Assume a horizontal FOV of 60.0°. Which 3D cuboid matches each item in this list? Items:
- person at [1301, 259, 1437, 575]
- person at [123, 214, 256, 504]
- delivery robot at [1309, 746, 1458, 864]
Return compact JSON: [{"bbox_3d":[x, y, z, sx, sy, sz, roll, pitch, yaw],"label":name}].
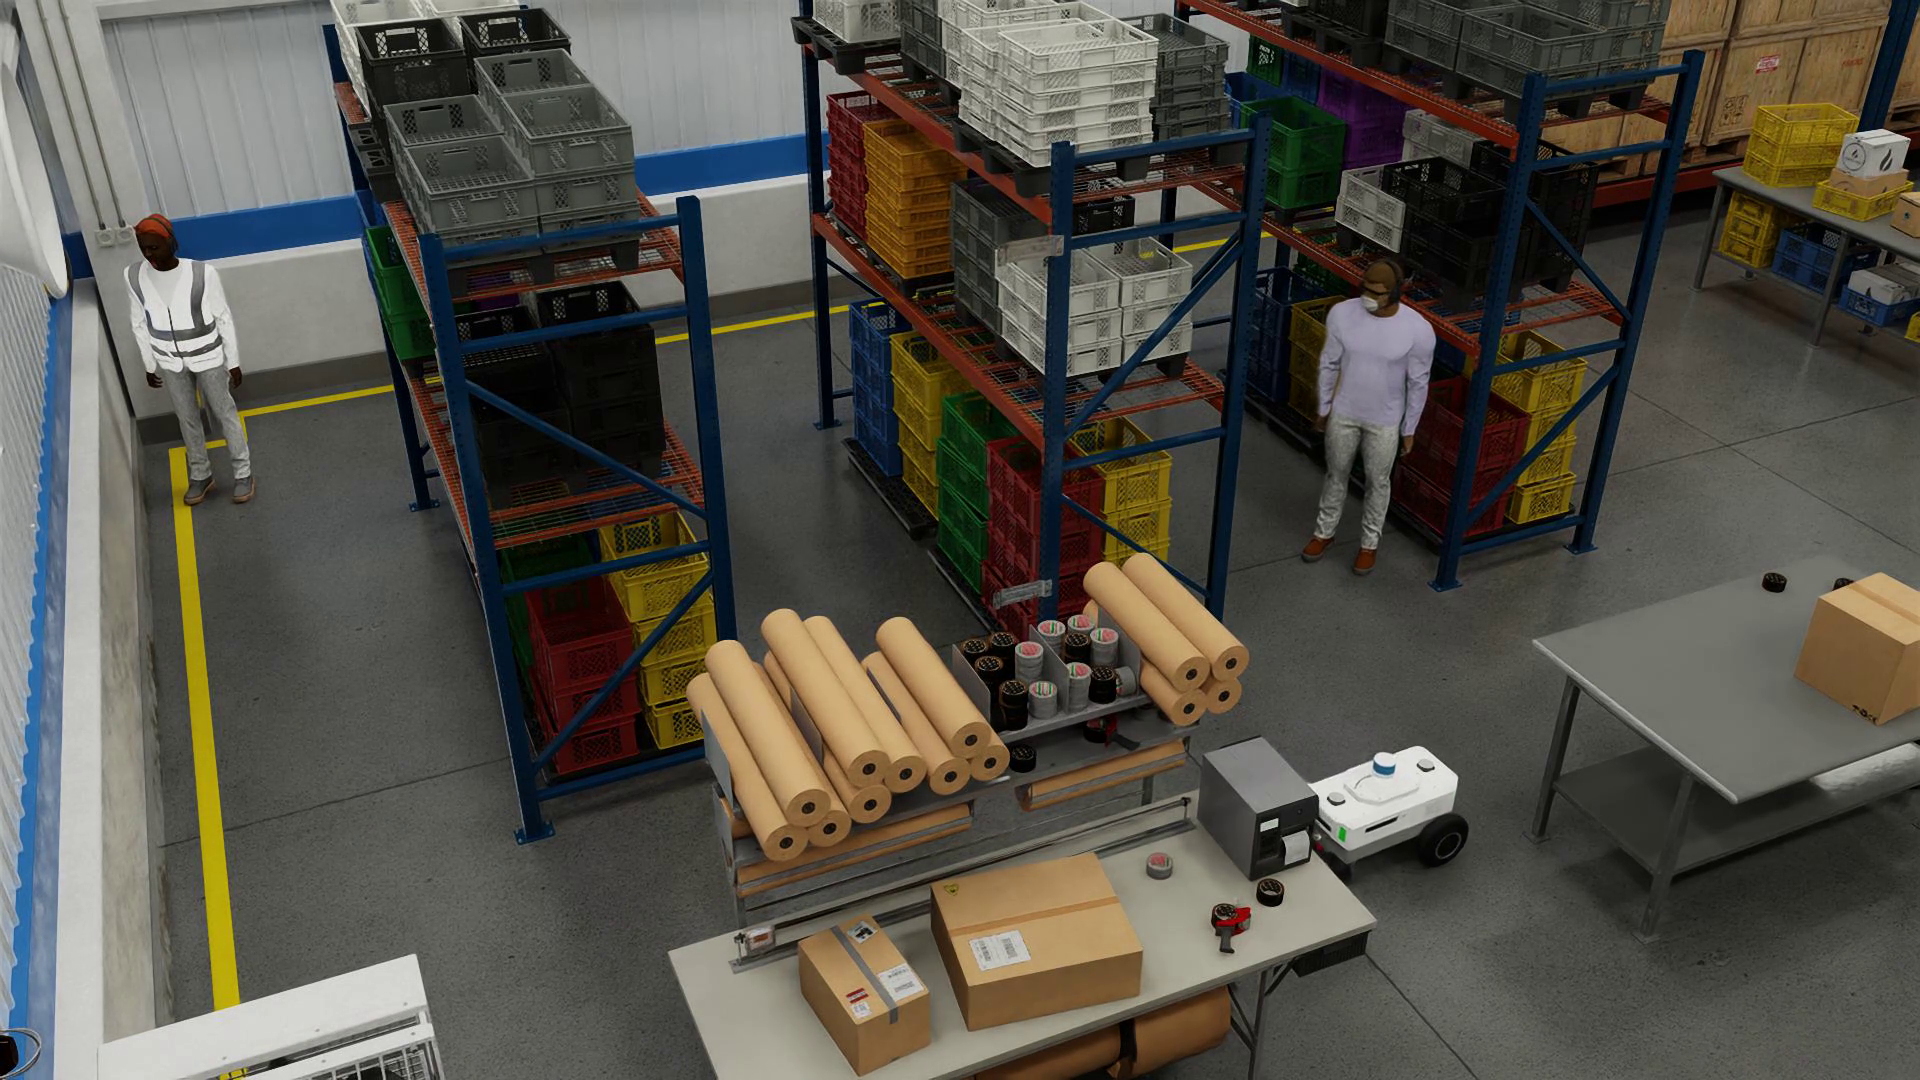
[{"bbox_3d":[2.329,-0.705,9.513,0.629,1.936,0.372,18,36,26],"label":"person"},{"bbox_3d":[-4.713,-1.094,10.194,0.585,1.882,0.337,-2,32,-3],"label":"person"},{"bbox_3d":[1.922,1.196,7.647,0.707,0.478,0.477,-15,35,-23],"label":"delivery robot"}]
